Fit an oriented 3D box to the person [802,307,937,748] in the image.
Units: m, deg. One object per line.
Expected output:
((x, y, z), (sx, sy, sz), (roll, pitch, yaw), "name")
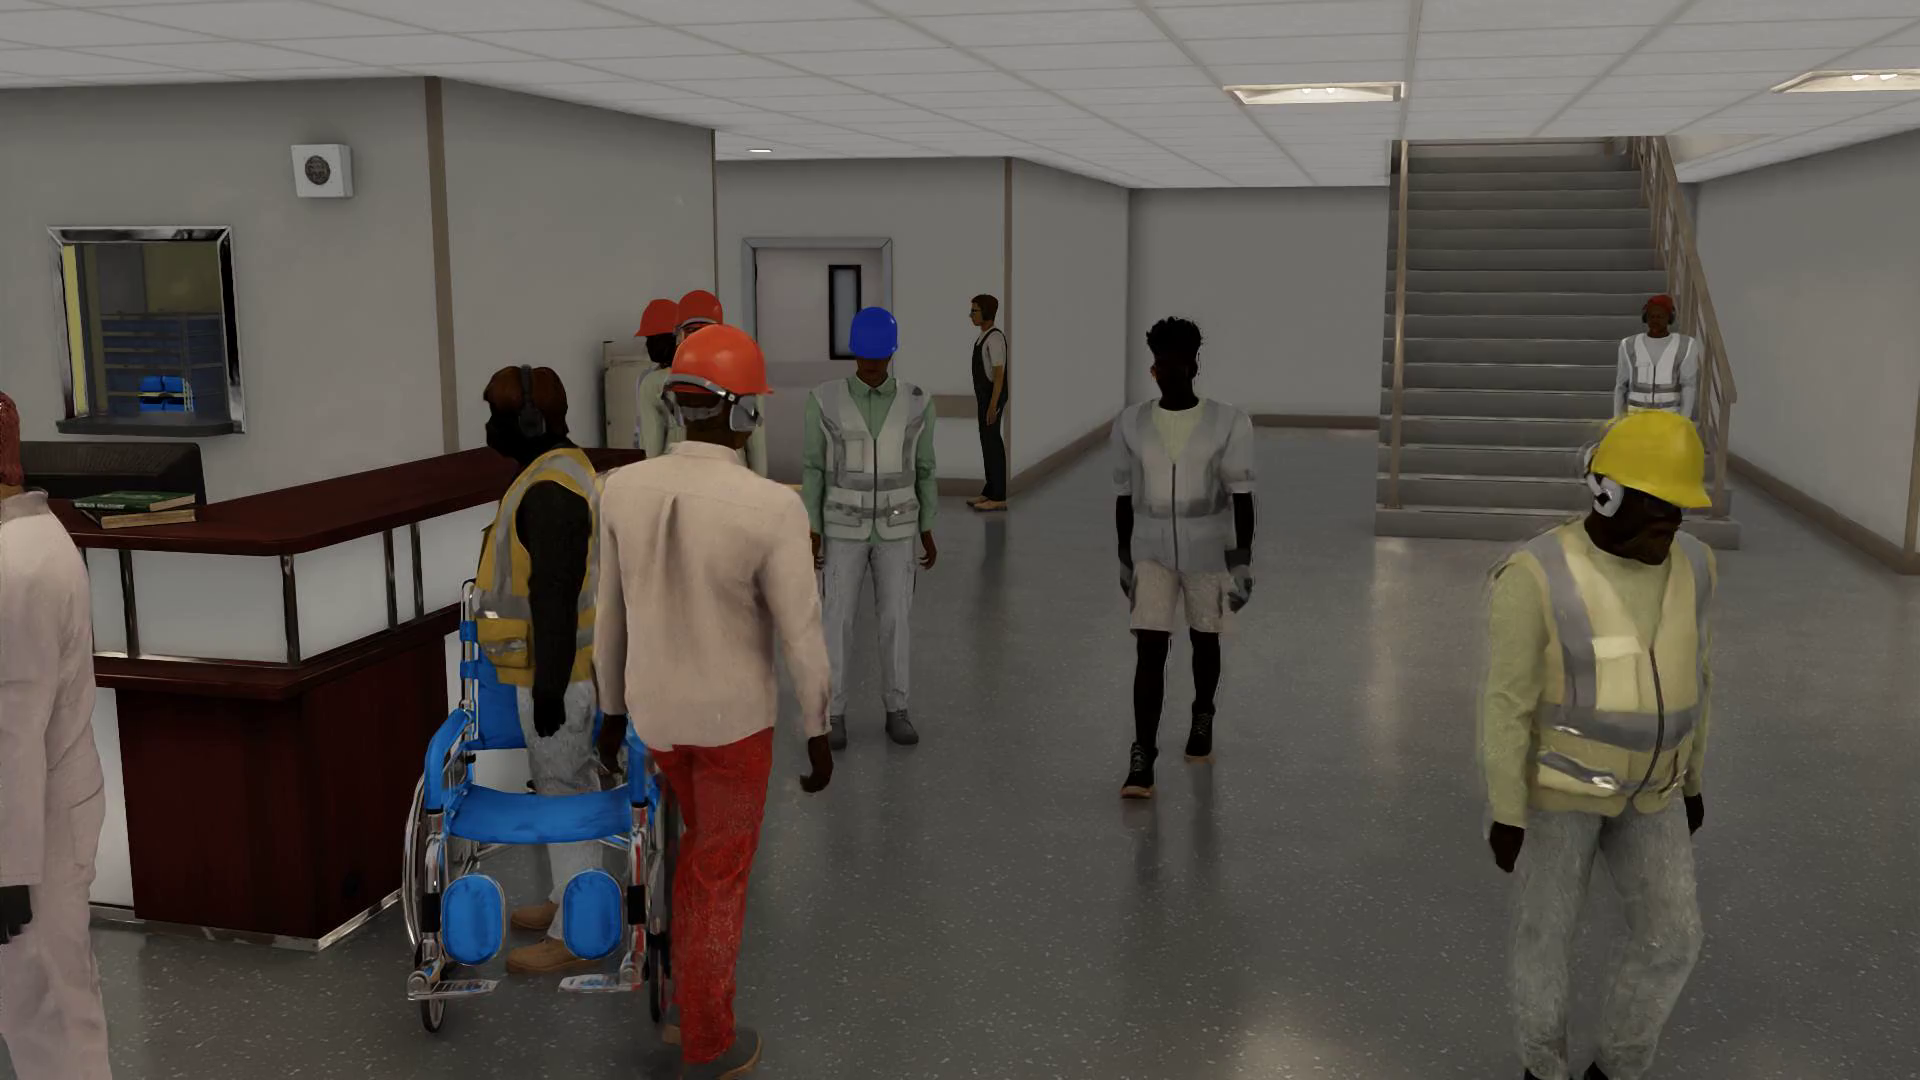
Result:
((-0.393, -0.050, 7.309), (0.602, 1.937, 0.407), (-2, 10, -11), "person")

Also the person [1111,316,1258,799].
((0.905, 0.052, 6.791), (0.624, 1.919, 1.001), (3, 10, 16), "person")

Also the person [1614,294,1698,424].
((5.276, -0.924, 12.666), (0.580, 1.875, 0.374), (5, 11, 28), "person")

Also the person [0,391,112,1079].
((-2.037, 0.610, 3.551), (0.400, 1.902, 0.646), (-5, 11, -28), "person")

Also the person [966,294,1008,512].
((0.240, -1.164, 14.135), (0.327, 1.843, 0.516), (-2, 10, -9), "person")

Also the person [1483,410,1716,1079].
((1.536, 0.588, 3.949), (0.634, 1.797, 0.538), (-2, 10, -14), "person")

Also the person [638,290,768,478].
((-1.220, -0.184, 7.931), (0.612, 1.995, 0.382), (-3, 10, -20), "person")

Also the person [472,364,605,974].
((-1.257, 0.383, 5.080), (0.429, 1.835, 0.633), (-2, 10, -14), "person")

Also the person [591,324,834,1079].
((-0.602, 0.437, 4.316), (0.658, 1.974, 0.555), (5, 11, 29), "person")
